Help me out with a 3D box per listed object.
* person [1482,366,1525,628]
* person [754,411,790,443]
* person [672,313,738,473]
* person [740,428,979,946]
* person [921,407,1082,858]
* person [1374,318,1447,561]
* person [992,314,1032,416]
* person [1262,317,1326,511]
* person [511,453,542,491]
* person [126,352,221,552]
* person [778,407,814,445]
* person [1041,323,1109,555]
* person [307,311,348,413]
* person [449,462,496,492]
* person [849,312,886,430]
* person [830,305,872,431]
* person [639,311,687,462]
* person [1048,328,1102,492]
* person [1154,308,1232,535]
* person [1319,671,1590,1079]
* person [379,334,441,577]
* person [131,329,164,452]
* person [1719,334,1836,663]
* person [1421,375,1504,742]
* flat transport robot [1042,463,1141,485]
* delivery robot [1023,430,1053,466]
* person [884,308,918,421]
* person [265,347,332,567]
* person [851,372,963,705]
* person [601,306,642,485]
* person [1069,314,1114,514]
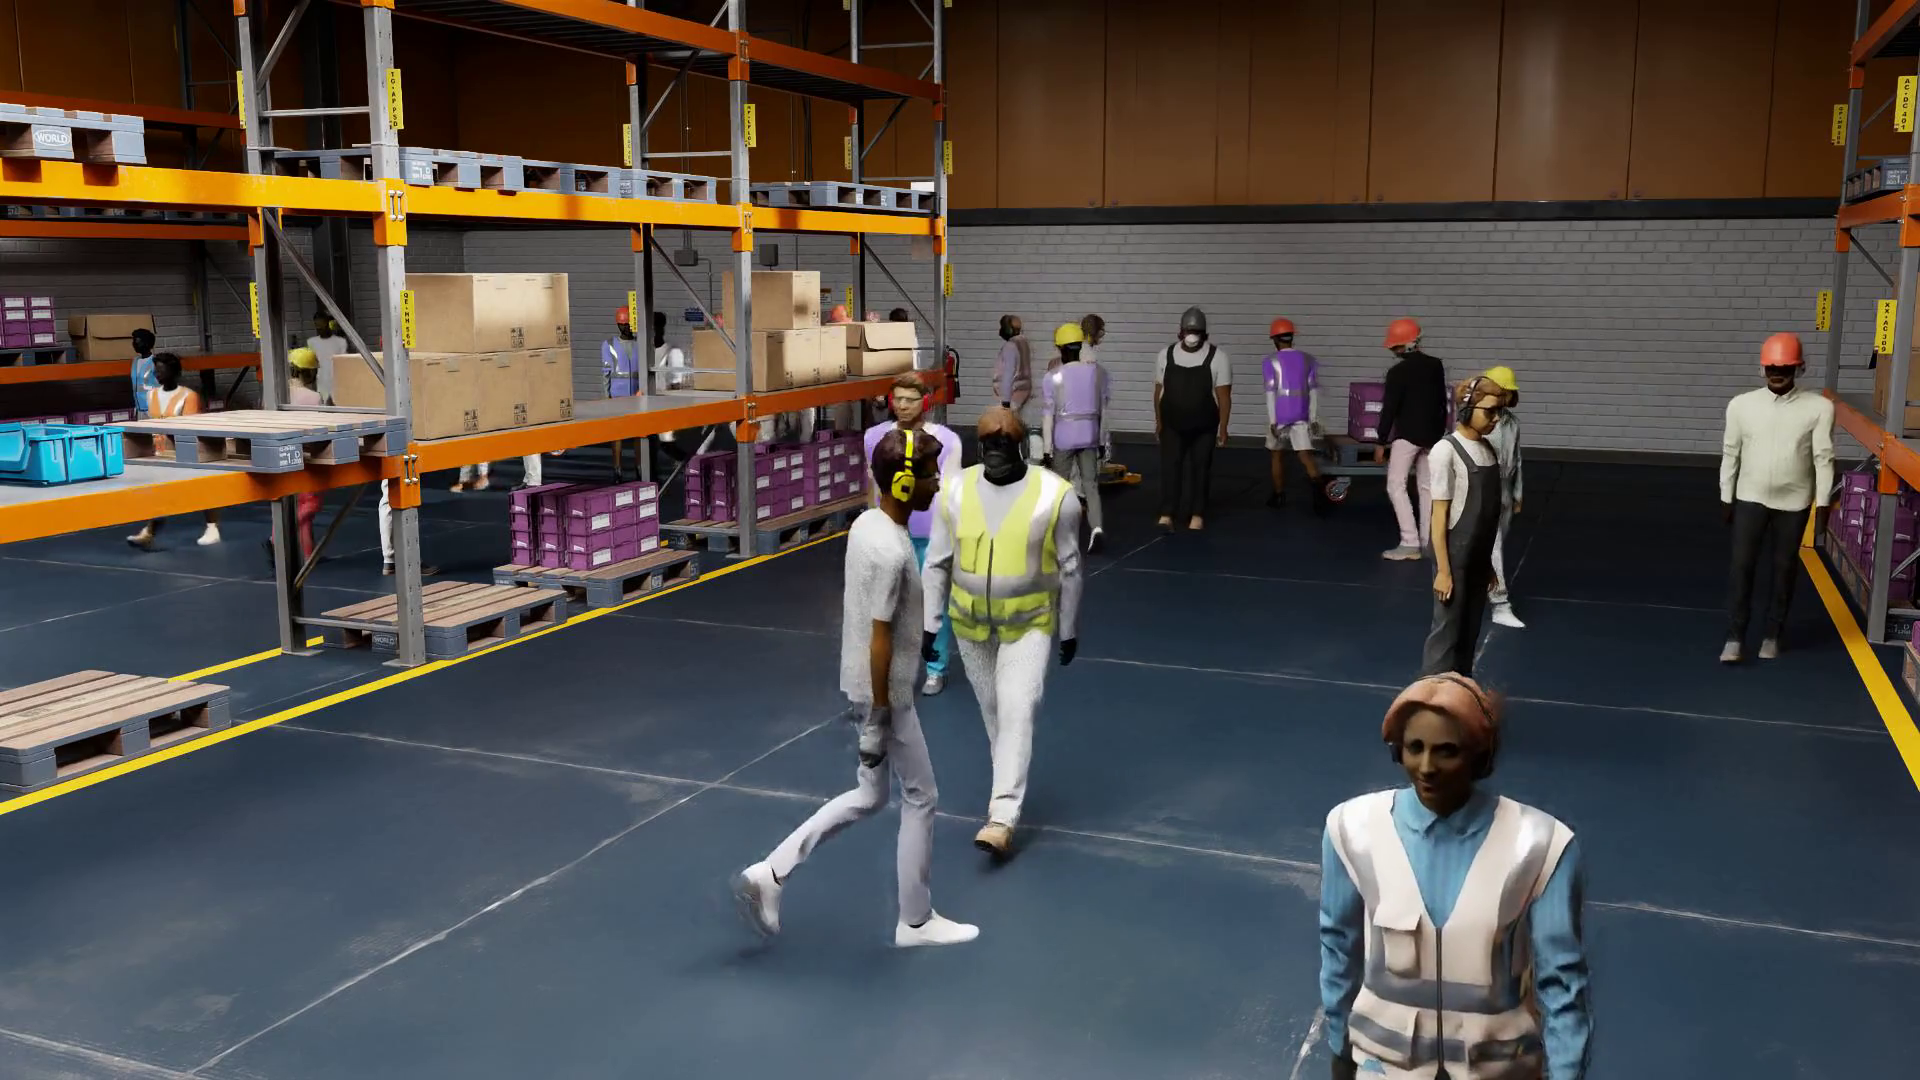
[{"bbox_3d":[3.555,-0.317,11.154,0.496,1.717,0.782,-6,11,-31],"label":"person"},{"bbox_3d":[-2.035,-1.236,17.051,0.517,1.603,0.777,4,10,21],"label":"person"},{"bbox_3d":[-2.719,-1.624,18.724,0.998,1.832,0.609,-1,9,-5],"label":"person"},{"bbox_3d":[-0.332,0.531,5.649,0.754,1.836,0.536,-3,10,-18],"label":"person"},{"bbox_3d":[0.149,0.358,6.813,0.636,1.787,0.981,3,10,19],"label":"person"},{"bbox_3d":[3.663,-0.799,13.403,0.721,1.956,0.428,-6,11,-31],"label":"person"},{"bbox_3d":[0.607,-1.583,18.457,0.496,1.832,0.645,3,10,16],"label":"person"},{"bbox_3d":[3.209,-1.186,15.945,0.569,1.887,0.916,-2,10,-12],"label":"person"},{"bbox_3d":[-4.523,-1.385,17.263,0.404,1.830,0.602,-3,10,-19],"label":"person"},{"bbox_3d":[-6.560,-0.730,13.838,0.553,1.641,0.902,2,10,14],"label":"person"},{"bbox_3d":[-1.961,-1.741,19.291,0.716,1.880,0.643,8,12,41],"label":"person"},{"bbox_3d":[0.946,-0.826,13.665,0.613,1.905,0.752,-2,10,-15],"label":"person"},{"bbox_3d":[-7.344,-1.740,19.371,0.526,1.842,0.682,0,9,-2],"label":"person"},{"bbox_3d":[-5.138,-1.425,17.247,0.643,1.915,0.460,7,12,36],"label":"person"},{"bbox_3d":[-1.153,-1.629,18.779,0.898,1.876,0.656,-5,11,-28],"label":"person"},{"bbox_3d":[-1.082,-1.564,18.017,0.880,1.952,0.641,-9,13,-42],"label":"person"},{"bbox_3d":[-2.969,-1.361,16.828,0.631,1.931,0.793,9,13,43],"label":"person"},{"bbox_3d":[1.210,-1.353,17.406,0.593,1.727,0.376,2,10,12],"label":"person"},{"bbox_3d":[2.022,-1.052,14.616,0.692,2.000,1.022,2,10,15],"label":"person"},{"bbox_3d":[0.964,1.036,3.300,0.520,1.599,0.847,4,10,22],"label":"person"},{"bbox_3d":[-4.259,-0.650,12.664,0.574,1.883,0.356,8,12,40],"label":"person"},{"bbox_3d":[-8.742,-1.432,17.958,0.540,1.695,0.317,6,11,31],"label":"person"},{"bbox_3d":[4.804,-0.220,9.823,0.617,1.963,0.871,5,11,27],"label":"person"},{"bbox_3d":[2.462,0.122,8.103,0.346,1.844,0.507,9,13,43],"label":"person"},{"bbox_3d":[1.223,-0.683,17.733,1.431,0.197,0.652,-9,13,-43],"label":"flat transport robot"},{"bbox_3d":[0.820,-0.974,18.355,0.707,0.478,0.477,3,10,17],"label":"delivery robot"},{"bbox_3d":[-0.627,-1.733,19.258,0.897,1.900,0.603,4,10,21],"label":"person"},{"bbox_3d":[-5.169,-0.620,12.912,0.525,1.745,0.667,5,10,26],"label":"person"},{"bbox_3d":[-0.271,0.010,8.901,0.586,1.796,0.938,3,10,18],"label":"person"},{"bbox_3d":[-3.587,-1.559,17.998,0.549,1.937,0.358,-4,10,-22],"label":"person"},{"bbox_3d":[1.211,-1.176,15.746,0.447,1.912,0.633,-2,10,-14],"label":"person"}]
